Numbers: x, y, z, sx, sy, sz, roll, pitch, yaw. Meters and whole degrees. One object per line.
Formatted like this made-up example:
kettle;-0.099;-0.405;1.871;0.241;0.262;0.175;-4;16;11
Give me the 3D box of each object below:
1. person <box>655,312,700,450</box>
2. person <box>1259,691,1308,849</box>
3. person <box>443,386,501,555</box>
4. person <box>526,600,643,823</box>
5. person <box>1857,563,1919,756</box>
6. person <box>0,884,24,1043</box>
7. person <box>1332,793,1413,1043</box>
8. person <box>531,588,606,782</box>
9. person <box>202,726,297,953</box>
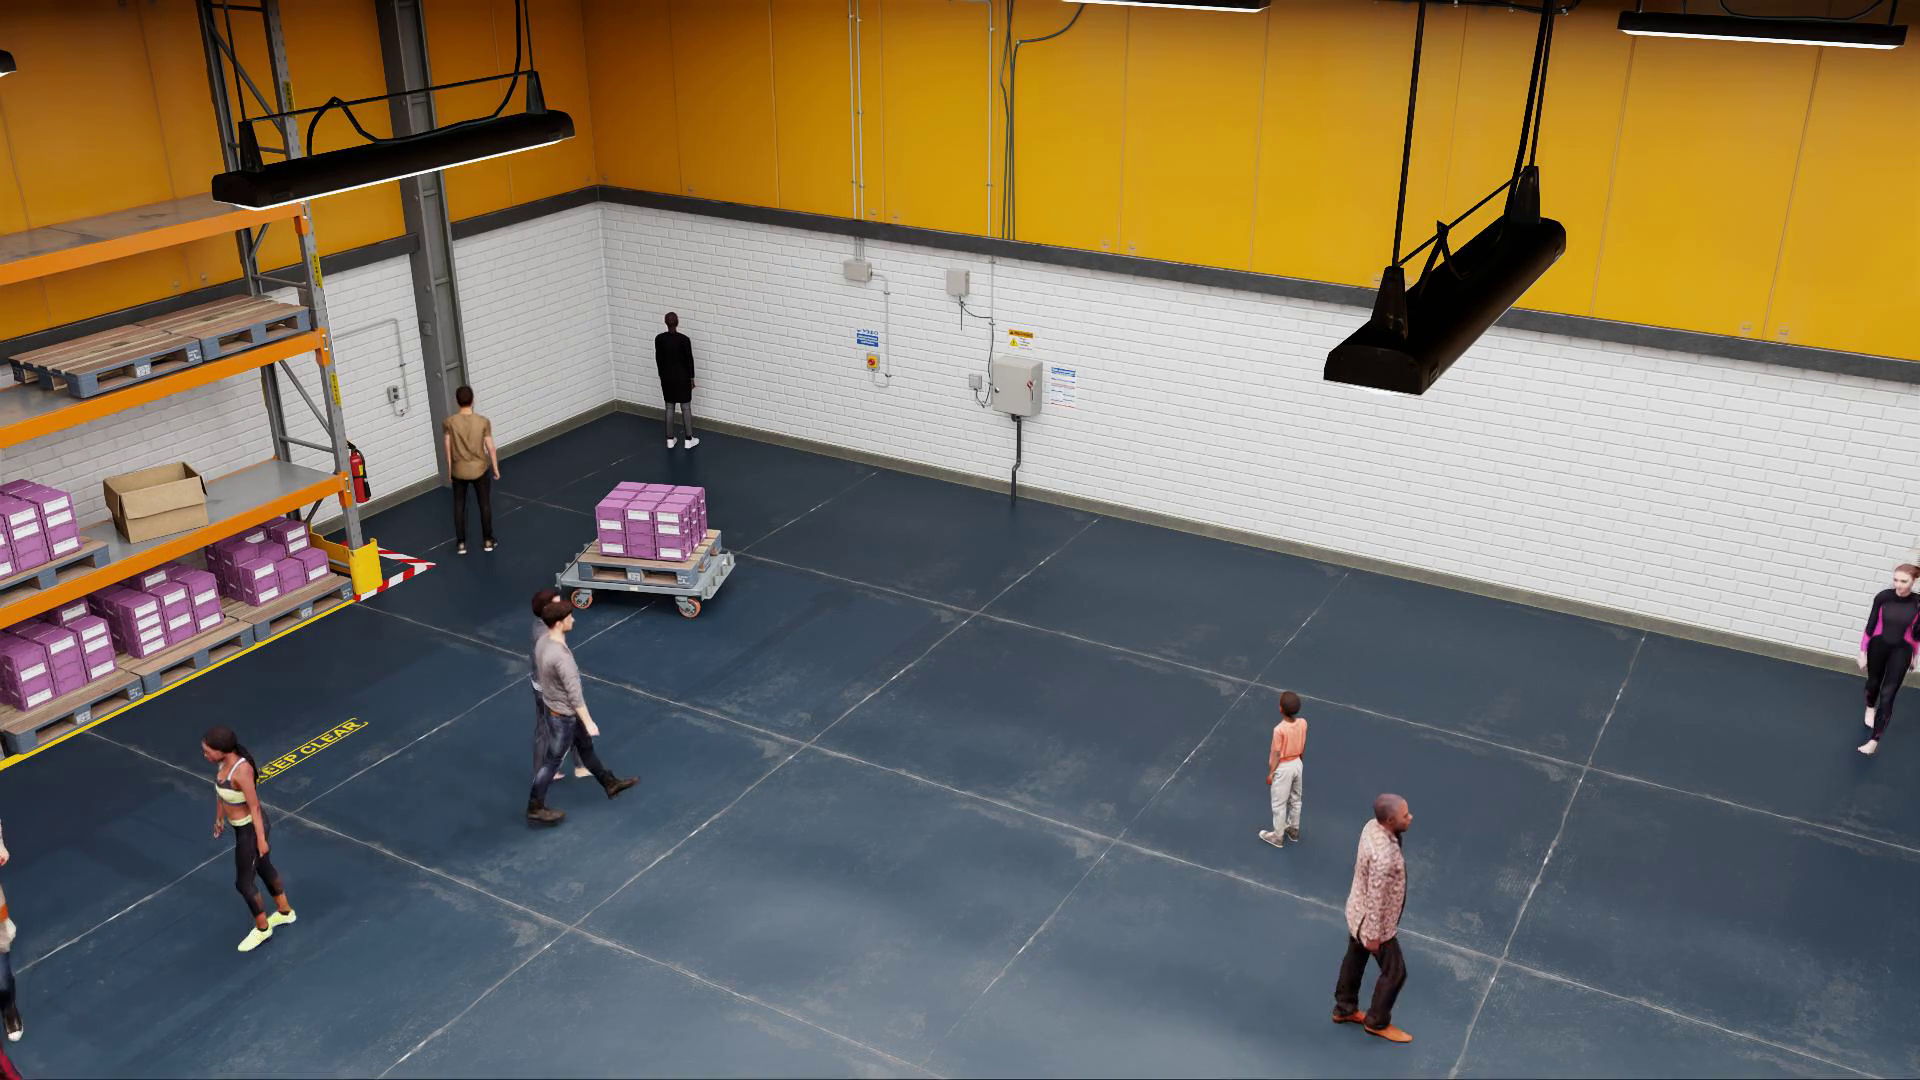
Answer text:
person;-3.584;-2.019;20.960;0.709;1.762;0.673;4;24;9
person;2.535;1.764;12.871;0.527;1.309;0.621;-13;27;-28
person;-5.287;-0.751;17.964;0.862;1.839;0.902;-4;24;-9
person;-3.197;1.395;13.035;1.310;1.854;1.162;-10;25;-21
person;7.972;0.956;14.247;0.661;1.687;1.171;13;27;27
person;-6.379;2.415;10.671;0.801;1.878;0.887;-10;25;-21
person;2.587;2.423;10.758;0.912;1.793;0.825;3;24;6
person;-3.426;1.222;13.566;0.934;1.745;0.829;-12;26;-26
person;-4.937;2.030;11.730;0.802;1.736;0.749;-15;28;-31
